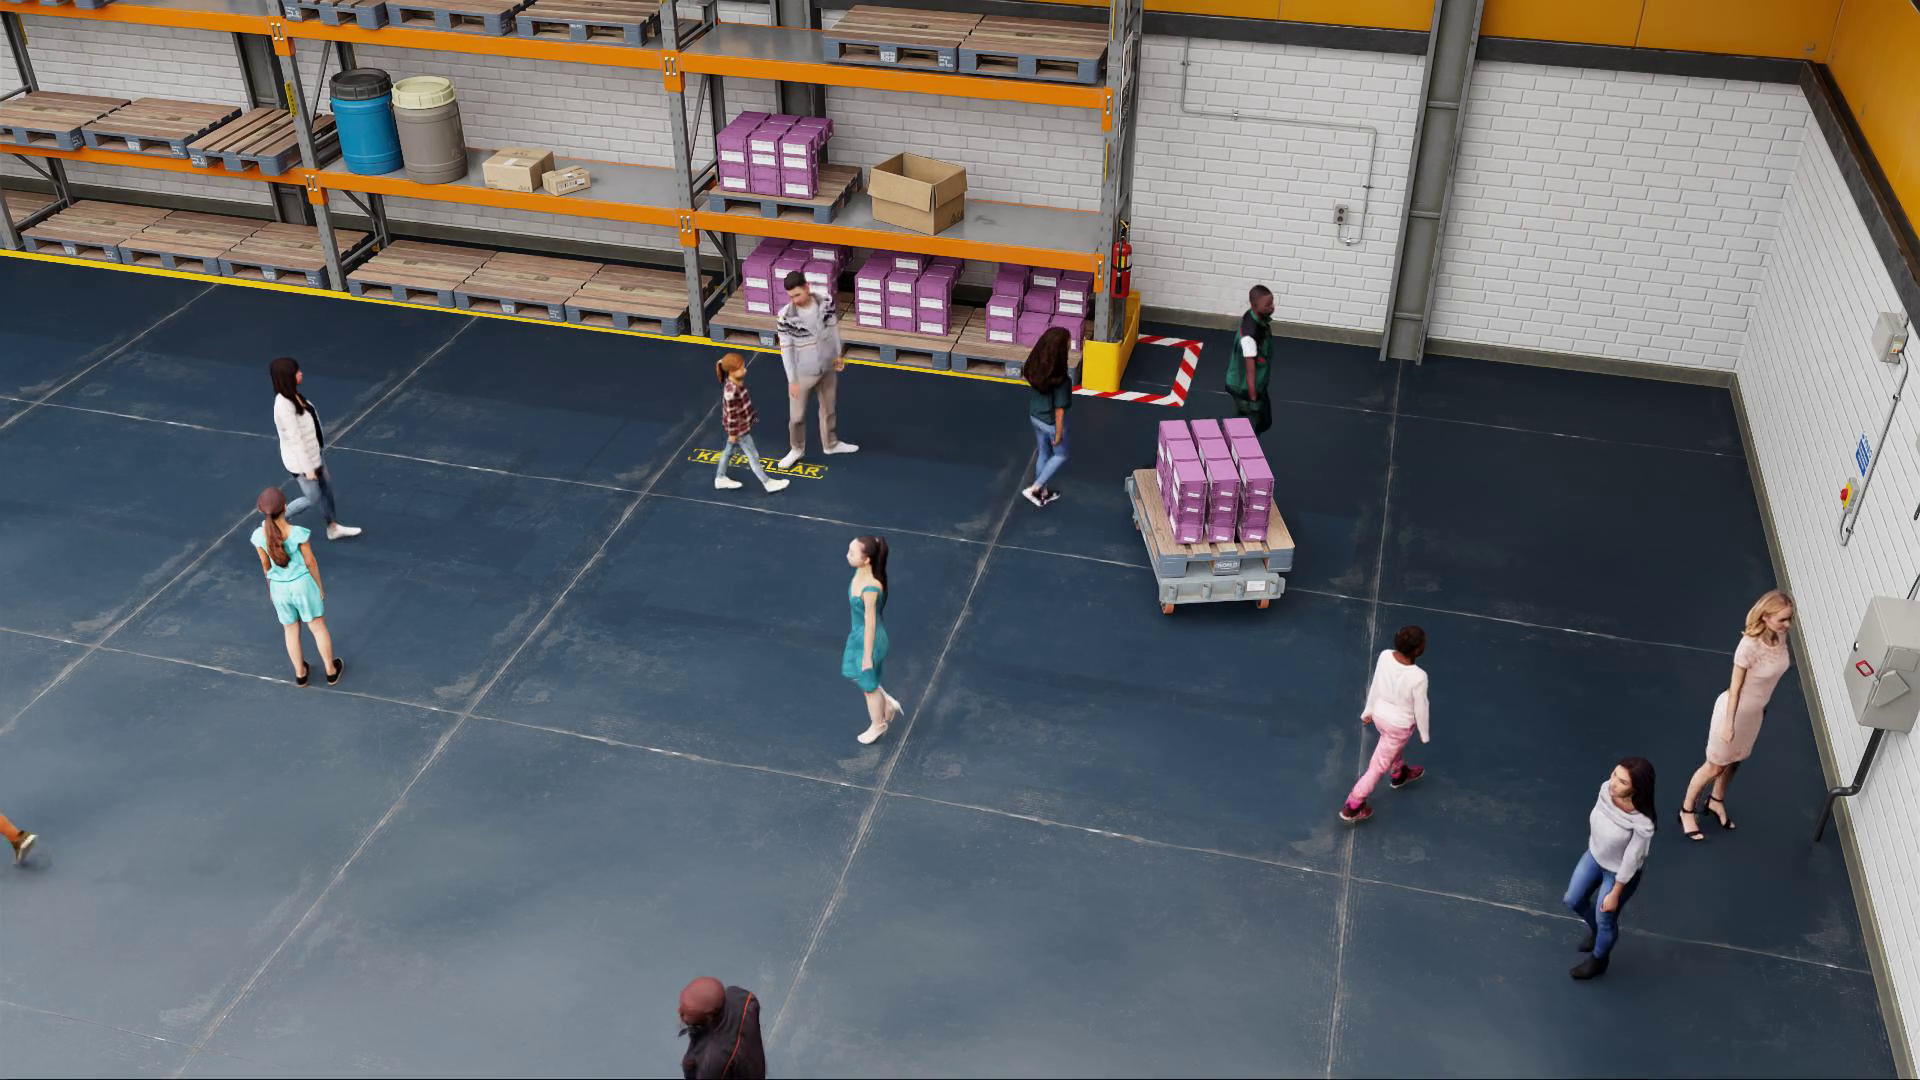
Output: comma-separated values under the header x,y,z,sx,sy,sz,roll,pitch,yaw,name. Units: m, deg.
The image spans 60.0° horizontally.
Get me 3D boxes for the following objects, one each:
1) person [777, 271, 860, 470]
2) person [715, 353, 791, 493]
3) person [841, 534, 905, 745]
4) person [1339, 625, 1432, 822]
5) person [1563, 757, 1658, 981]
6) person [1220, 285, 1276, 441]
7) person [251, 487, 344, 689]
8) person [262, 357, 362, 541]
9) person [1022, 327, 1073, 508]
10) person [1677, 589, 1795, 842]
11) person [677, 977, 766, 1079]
x,y,z,sx,sy,sz,roll,pitch,yaw,name
-1.193,-1.470,13.889,0.938,1.817,0.935,25,41,33,person
-1.877,-0.941,13.584,0.918,1.274,0.670,0,34,1,person
-0.520,0.656,10.822,0.755,1.672,0.705,-6,34,-9,person
2.644,1.146,10.321,1.044,1.410,0.983,-18,38,-25,person
3.657,1.802,9.145,0.780,1.619,0.739,-9,35,-13,person
2.274,-1.259,13.570,0.808,1.818,0.710,9,35,14,person
-4.572,0.325,11.422,0.560,1.557,0.673,-4,34,-6,person
-5.129,-0.633,12.807,1.032,1.621,0.880,-8,34,-12,person
0.653,-0.934,13.274,0.829,1.606,0.775,-25,41,-33,person
4.731,1.043,10.097,0.634,1.829,0.698,-20,38,-27,person
-1.043,2.624,7.720,0.745,1.827,0.738,8,34,11,person
